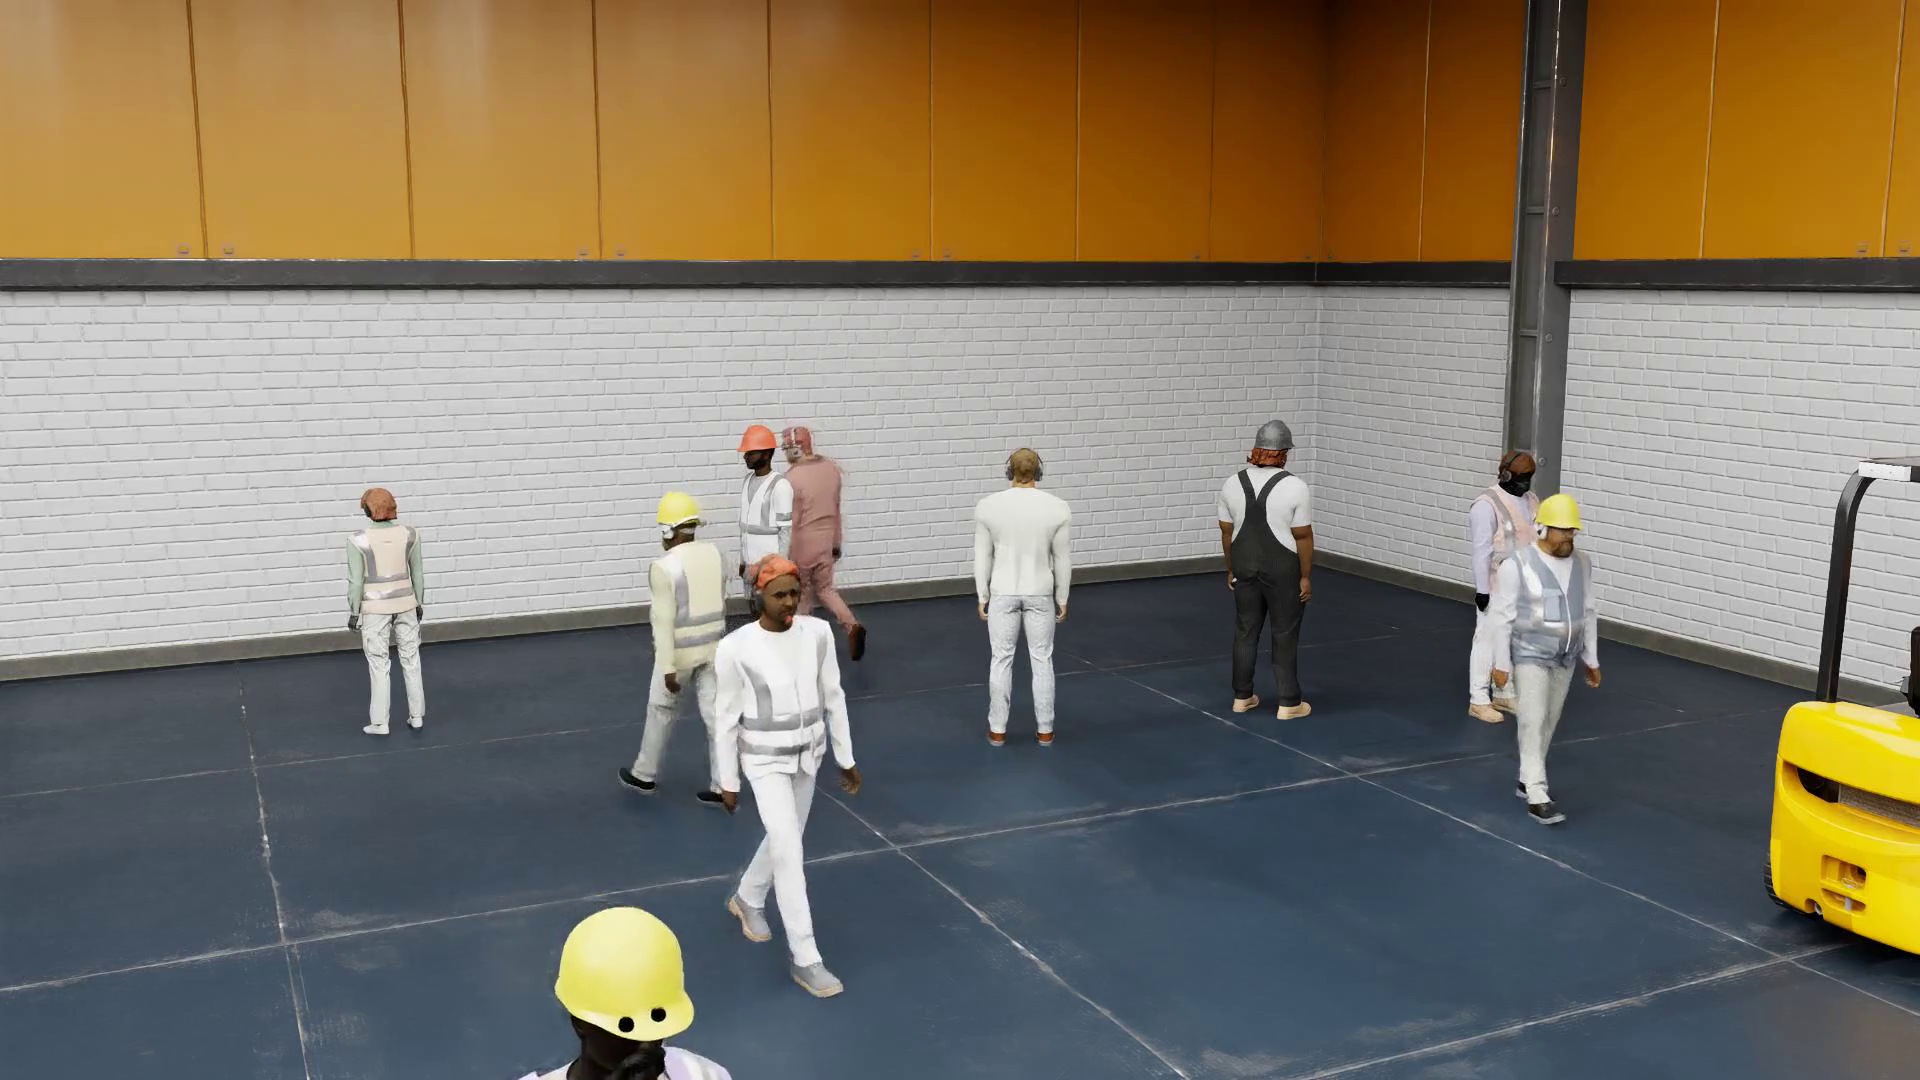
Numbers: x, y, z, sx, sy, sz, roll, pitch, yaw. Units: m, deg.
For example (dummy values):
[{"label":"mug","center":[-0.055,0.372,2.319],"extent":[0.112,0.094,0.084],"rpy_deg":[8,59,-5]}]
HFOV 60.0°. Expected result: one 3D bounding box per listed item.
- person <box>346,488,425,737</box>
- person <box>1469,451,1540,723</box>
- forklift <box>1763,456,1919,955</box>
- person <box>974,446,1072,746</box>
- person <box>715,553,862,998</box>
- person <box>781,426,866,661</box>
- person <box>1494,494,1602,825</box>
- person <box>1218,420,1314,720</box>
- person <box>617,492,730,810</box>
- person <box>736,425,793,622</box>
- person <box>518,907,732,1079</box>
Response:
[{"label":"person","center":[-3.752,0.470,10.898],"extent":[0.514,1.639,0.309],"rpy_deg":[-8,12,-41]},{"label":"person","center":[3.719,0.311,11.297],"extent":[0.636,1.842,0.429],"rpy_deg":[-7,11,-36]},{"label":"forklift","center":[4.857,0.731,7.561],"extent":[2.313,2.155,1.214],"rpy_deg":[-4,10,-25]},{"label":"person","center":[0.400,0.364,10.671],"extent":[0.627,1.930,0.379],"rpy_deg":[0,9,2]},{"label":"person","center":[-0.794,0.959,7.242],"extent":[0.591,1.850,0.955],"rpy_deg":[-8,12,-40]},{"label":"person","center":[-1.101,0.065,12.687],"extent":[0.690,1.873,0.694],"rpy_deg":[7,12,38]},{"label":"person","center":[3.300,0.648,9.279],"extent":[0.612,1.826,0.532],"rpy_deg":[-3,10,-19]},{"label":"person","center":[2.135,0.192,11.381],"extent":[0.676,2.000,0.536],"rpy_deg":[7,12,37]},{"label":"person","center":[-1.615,0.615,9.503],"extent":[0.887,1.790,0.590],"rpy_deg":[8,12,40]},{"label":"person","center":[-1.438,0.133,12.066],"extent":[0.360,1.938,0.545],"rpy_deg":[-8,12,-42]},{"label":"person","center":[-0.670,1.595,3.170],"extent":[0.596,1.886,0.953],"rpy_deg":[-6,11,-32]}]
